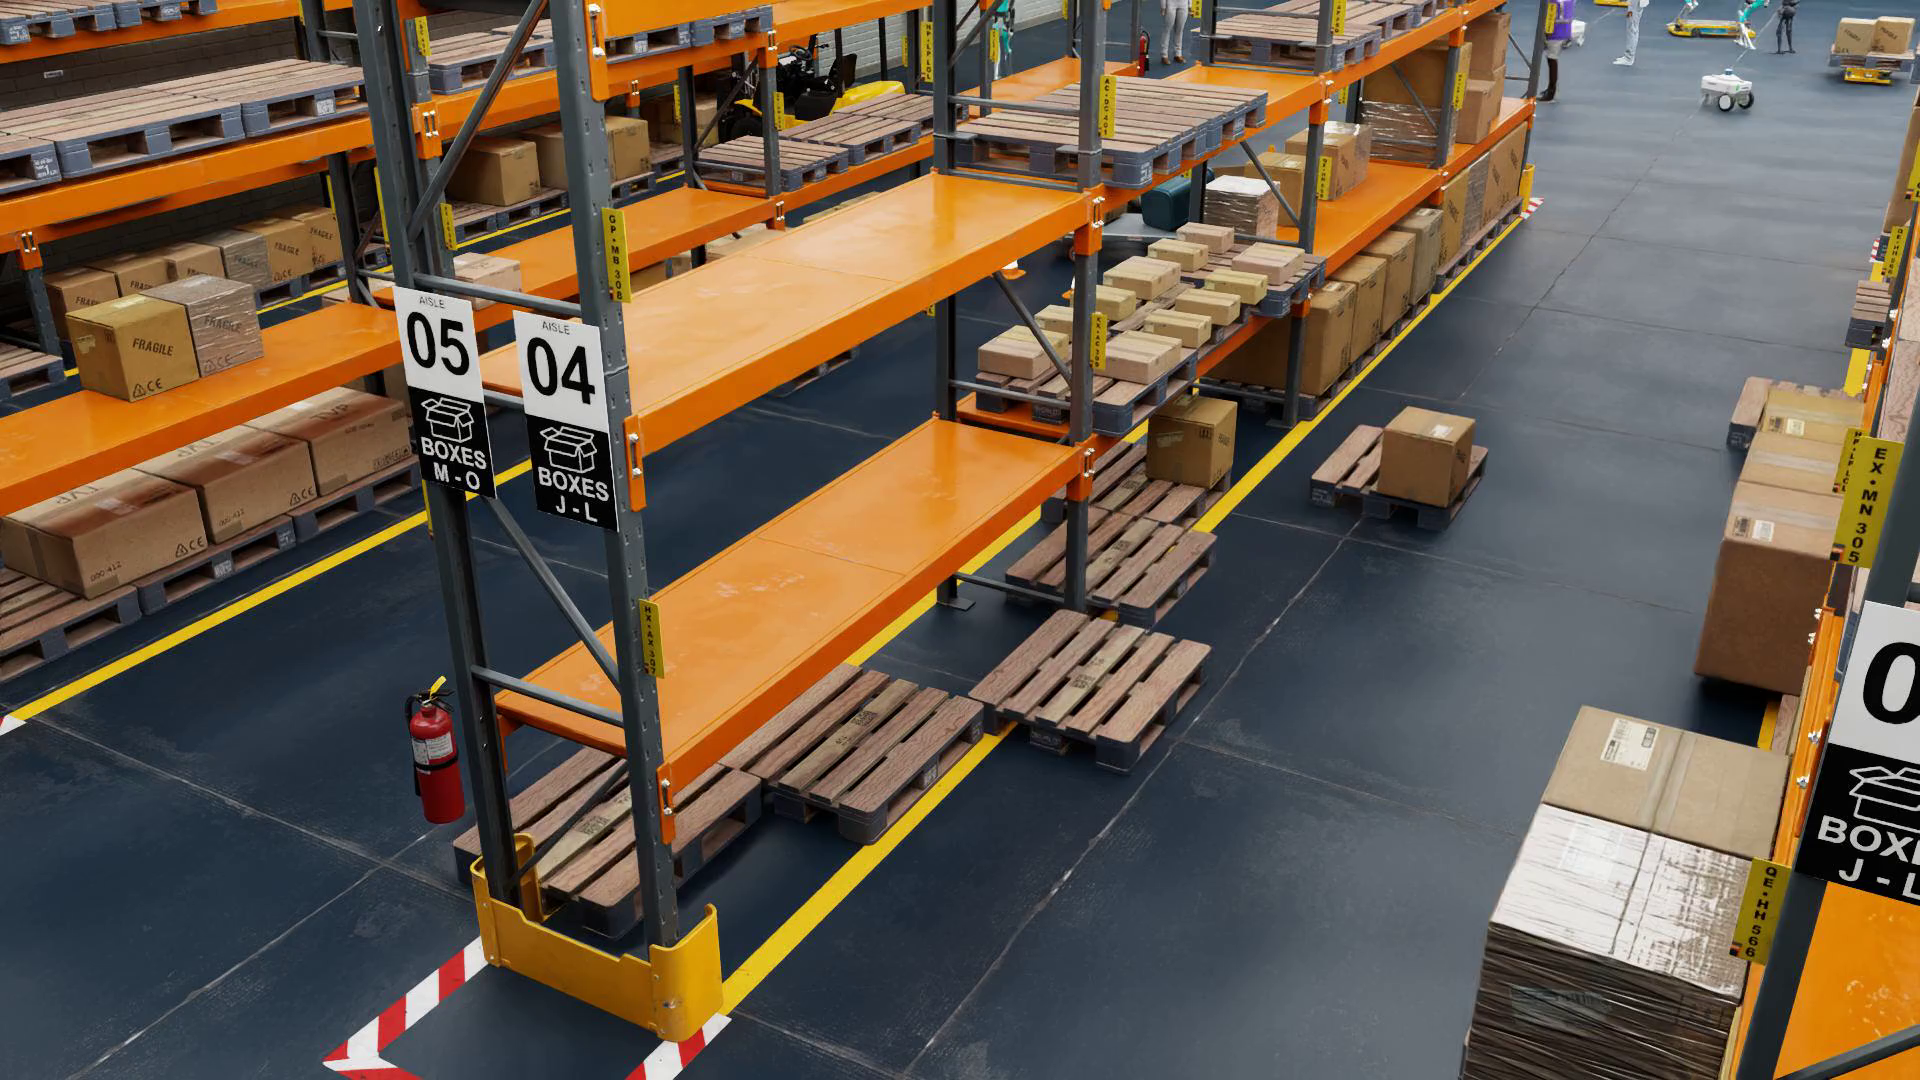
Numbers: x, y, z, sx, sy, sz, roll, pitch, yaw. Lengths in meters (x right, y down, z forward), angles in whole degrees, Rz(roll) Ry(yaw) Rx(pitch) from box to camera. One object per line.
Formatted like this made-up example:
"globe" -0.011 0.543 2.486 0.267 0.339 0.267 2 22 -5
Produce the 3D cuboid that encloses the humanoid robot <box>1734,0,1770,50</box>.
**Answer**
"humanoid robot" 14.245 -9.796 30.014 0.560 1.782 0.874 -9 27 -17

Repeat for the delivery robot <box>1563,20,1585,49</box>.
"delivery robot" 10.972 -9.217 30.185 0.817 0.613 0.499 -16 30 -29

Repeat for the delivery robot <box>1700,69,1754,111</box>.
"delivery robot" 11.603 -6.789 25.141 0.523 0.614 0.785 -13 28 -24

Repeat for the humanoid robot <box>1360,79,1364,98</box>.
"humanoid robot" 5.990 -6.882 24.018 0.424 1.641 0.615 4 26 9

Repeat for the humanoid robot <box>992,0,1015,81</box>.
"humanoid robot" 0.736 -8.309 27.020 0.558 1.882 0.782 10 28 21

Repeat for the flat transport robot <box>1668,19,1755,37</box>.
"flat transport robot" 14.191 -9.648 31.389 1.431 0.231 0.659 6 26 12

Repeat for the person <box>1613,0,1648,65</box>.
"person" 11.505 -9.088 28.324 0.387 1.921 0.594 14 29 26

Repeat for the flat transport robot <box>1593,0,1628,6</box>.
"flat transport robot" 14.019 -11.538 35.317 0.659 0.231 1.431 18 31 33

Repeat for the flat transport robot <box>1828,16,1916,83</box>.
"flat transport robot" 14.990 -7.747 27.439 0.659 0.231 1.431 13 29 25

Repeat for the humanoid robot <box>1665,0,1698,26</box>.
"humanoid robot" 13.766 -10.593 31.507 0.533 1.677 0.735 -16 30 -30

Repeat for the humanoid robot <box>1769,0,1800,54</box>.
"humanoid robot" 14.619 -9.405 29.270 0.439 1.632 0.587 16 30 30

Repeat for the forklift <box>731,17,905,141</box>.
"forklift" -1.819 -5.975 21.543 2.313 2.155 1.214 14 29 26

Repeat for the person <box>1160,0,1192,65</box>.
"person" 3.690 -9.119 28.368 0.626 1.940 0.372 -10 27 -20

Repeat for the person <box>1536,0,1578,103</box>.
"person" 9.127 -7.718 25.457 0.726 1.936 0.487 -21 32 -36

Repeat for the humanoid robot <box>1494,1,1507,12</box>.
"humanoid robot" 8.744 -8.481 27.351 0.389 1.636 0.608 2 26 4
